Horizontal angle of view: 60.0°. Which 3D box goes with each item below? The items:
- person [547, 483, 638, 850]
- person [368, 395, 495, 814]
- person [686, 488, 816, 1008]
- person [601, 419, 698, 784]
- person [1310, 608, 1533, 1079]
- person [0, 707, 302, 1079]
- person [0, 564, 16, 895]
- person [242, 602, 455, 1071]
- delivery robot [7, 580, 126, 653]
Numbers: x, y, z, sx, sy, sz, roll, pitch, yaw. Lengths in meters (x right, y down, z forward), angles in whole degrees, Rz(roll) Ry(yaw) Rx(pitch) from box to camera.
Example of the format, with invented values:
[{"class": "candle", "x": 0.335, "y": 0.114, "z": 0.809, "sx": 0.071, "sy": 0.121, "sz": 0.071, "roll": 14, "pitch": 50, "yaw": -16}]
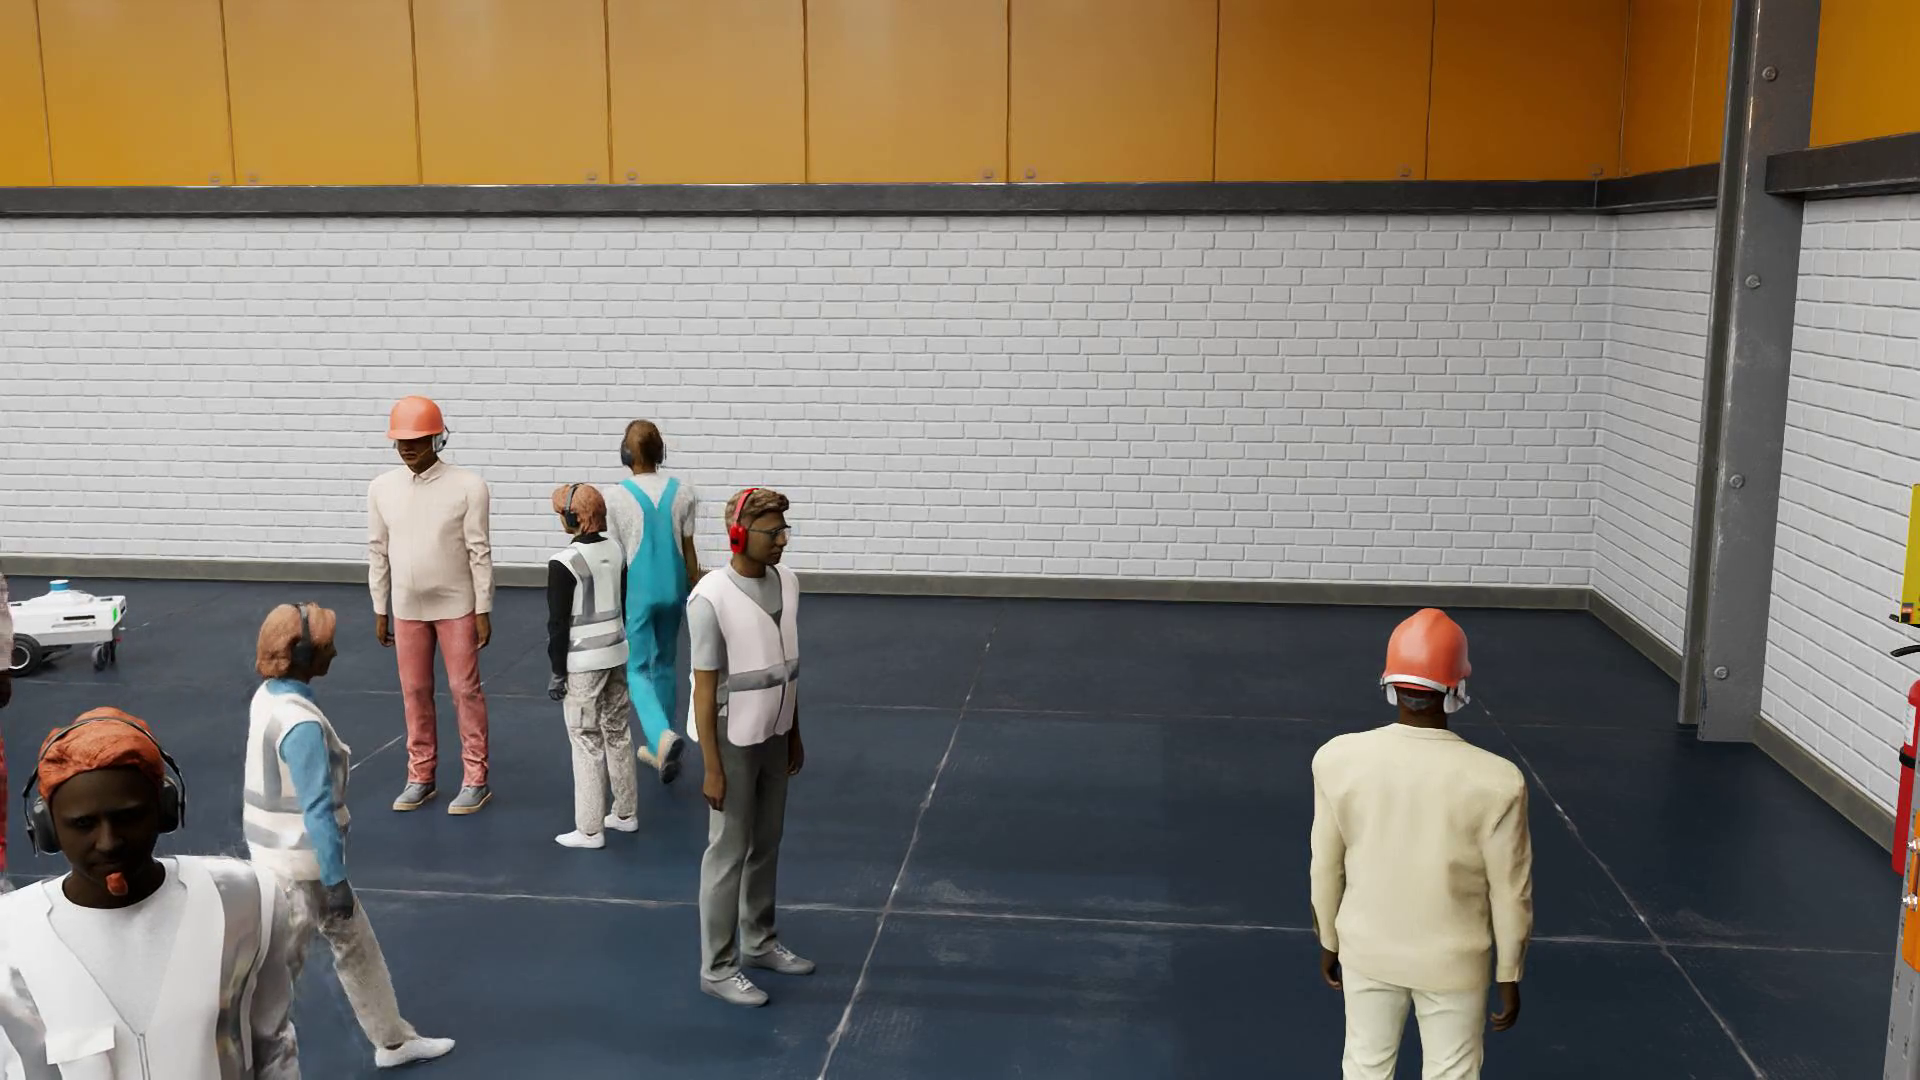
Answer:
[{"class": "person", "x": -1.638, "y": 0.556, "z": 7.406, "sx": 0.319, "sy": 1.628, "sz": 0.508, "roll": 4, "pitch": 11, "yaw": 22}, {"class": "person", "x": -2.482, "y": 0.312, "z": 7.804, "sx": 0.608, "sy": 1.987, "sz": 0.400, "roll": 1, "pitch": 10, "yaw": 6}, {"class": "person", "x": -0.763, "y": 0.720, "z": 5.890, "sx": 0.387, "sy": 1.835, "sz": 0.563, "roll": 5, "pitch": 11, "yaw": 26}, {"class": "person", "x": -1.510, "y": 0.315, "z": 8.257, "sx": 0.512, "sy": 1.827, "sz": 0.705, "roll": -6, "pitch": 12, "yaw": -31}, {"class": "person", "x": 1.175, "y": 1.040, "z": 4.266, "sx": 0.562, "sy": 1.756, "sz": 0.318, "roll": 6, "pitch": 11, "yaw": 30}, {"class": "person", "x": -1.439, "y": 1.211, "z": 2.927, "sx": 0.584, "sy": 1.882, "sz": 0.337, "roll": -8, "pitch": 12, "yaw": -37}, {"class": "person", "x": -4.001, "y": 0.541, "z": 6.496, "sx": 0.603, "sy": 1.970, "sz": 0.533, "roll": -9, "pitch": 13, "yaw": -41}, {"class": "person", "x": -2.029, "y": 0.979, "z": 5.093, "sx": 0.855, "sy": 1.592, "sz": 0.528, "roll": -6, "pitch": 11, "yaw": -29}, {"class": "delivery robot", "x": -5.693, "y": 0.496, "z": 10.553, "sx": 0.707, "sy": 0.478, "sz": 0.477, "roll": -3, "pitch": 11, "yaw": -18}]
